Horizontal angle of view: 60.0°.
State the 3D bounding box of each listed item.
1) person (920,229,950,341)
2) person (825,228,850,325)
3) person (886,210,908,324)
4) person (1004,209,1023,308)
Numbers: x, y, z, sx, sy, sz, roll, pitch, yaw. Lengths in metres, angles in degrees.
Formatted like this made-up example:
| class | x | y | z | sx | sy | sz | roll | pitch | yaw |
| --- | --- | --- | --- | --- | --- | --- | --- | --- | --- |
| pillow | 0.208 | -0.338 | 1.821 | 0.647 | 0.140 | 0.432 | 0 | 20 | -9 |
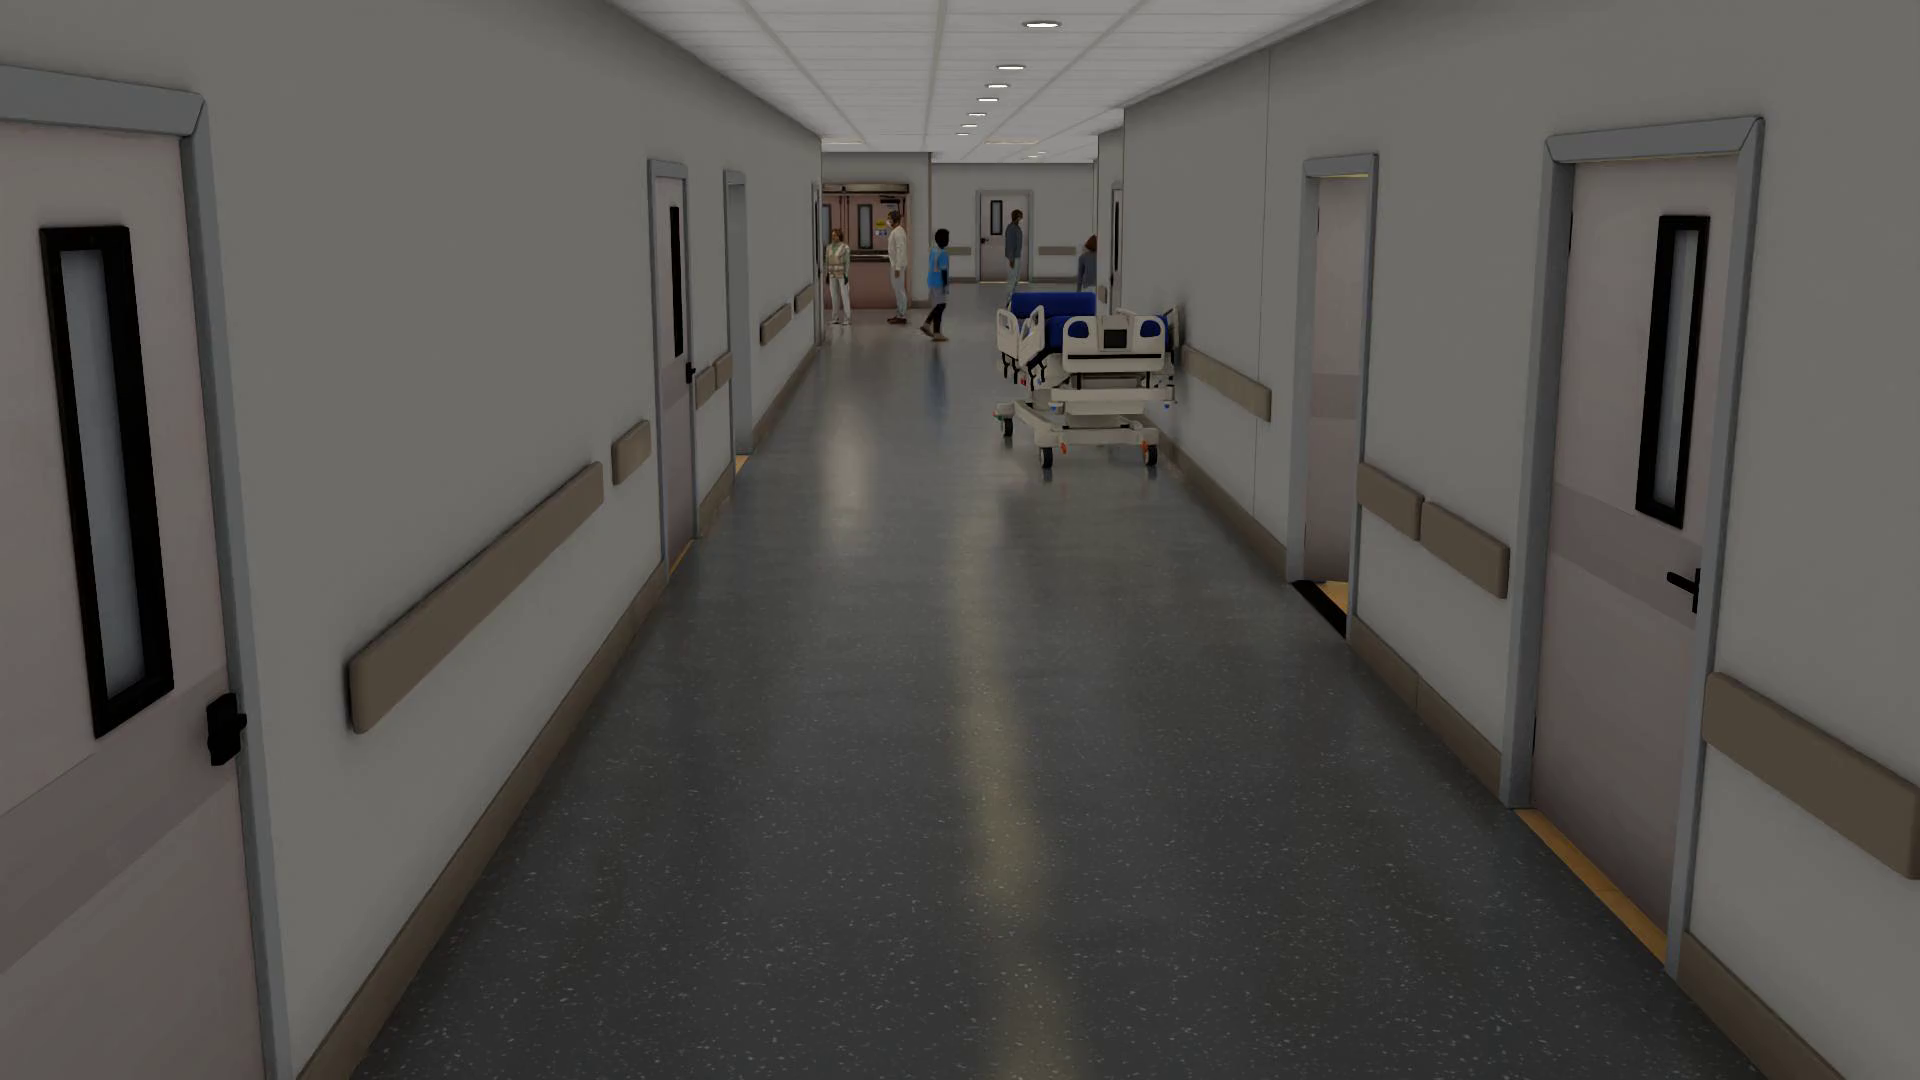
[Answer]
| class | x | y | z | sx | sy | sz | roll | pitch | yaw |
| --- | --- | --- | --- | --- | --- | --- | --- | --- | --- |
| person | -0.318 | -3.839 | 25.063 | 0.380 | 1.687 | 0.536 | -4 | 12 | -18 |
| person | -2.075 | -4.475 | 28.301 | 0.517 | 1.632 | 0.314 | 8 | 14 | 34 |
| person | -1.078 | -4.674 | 28.522 | 0.354 | 1.937 | 0.635 | -1 | 12 | -6 |
| person | 1.074 | -5.536 | 32.754 | 0.384 | 1.930 | 0.634 | 4 | 12 | 17 |
